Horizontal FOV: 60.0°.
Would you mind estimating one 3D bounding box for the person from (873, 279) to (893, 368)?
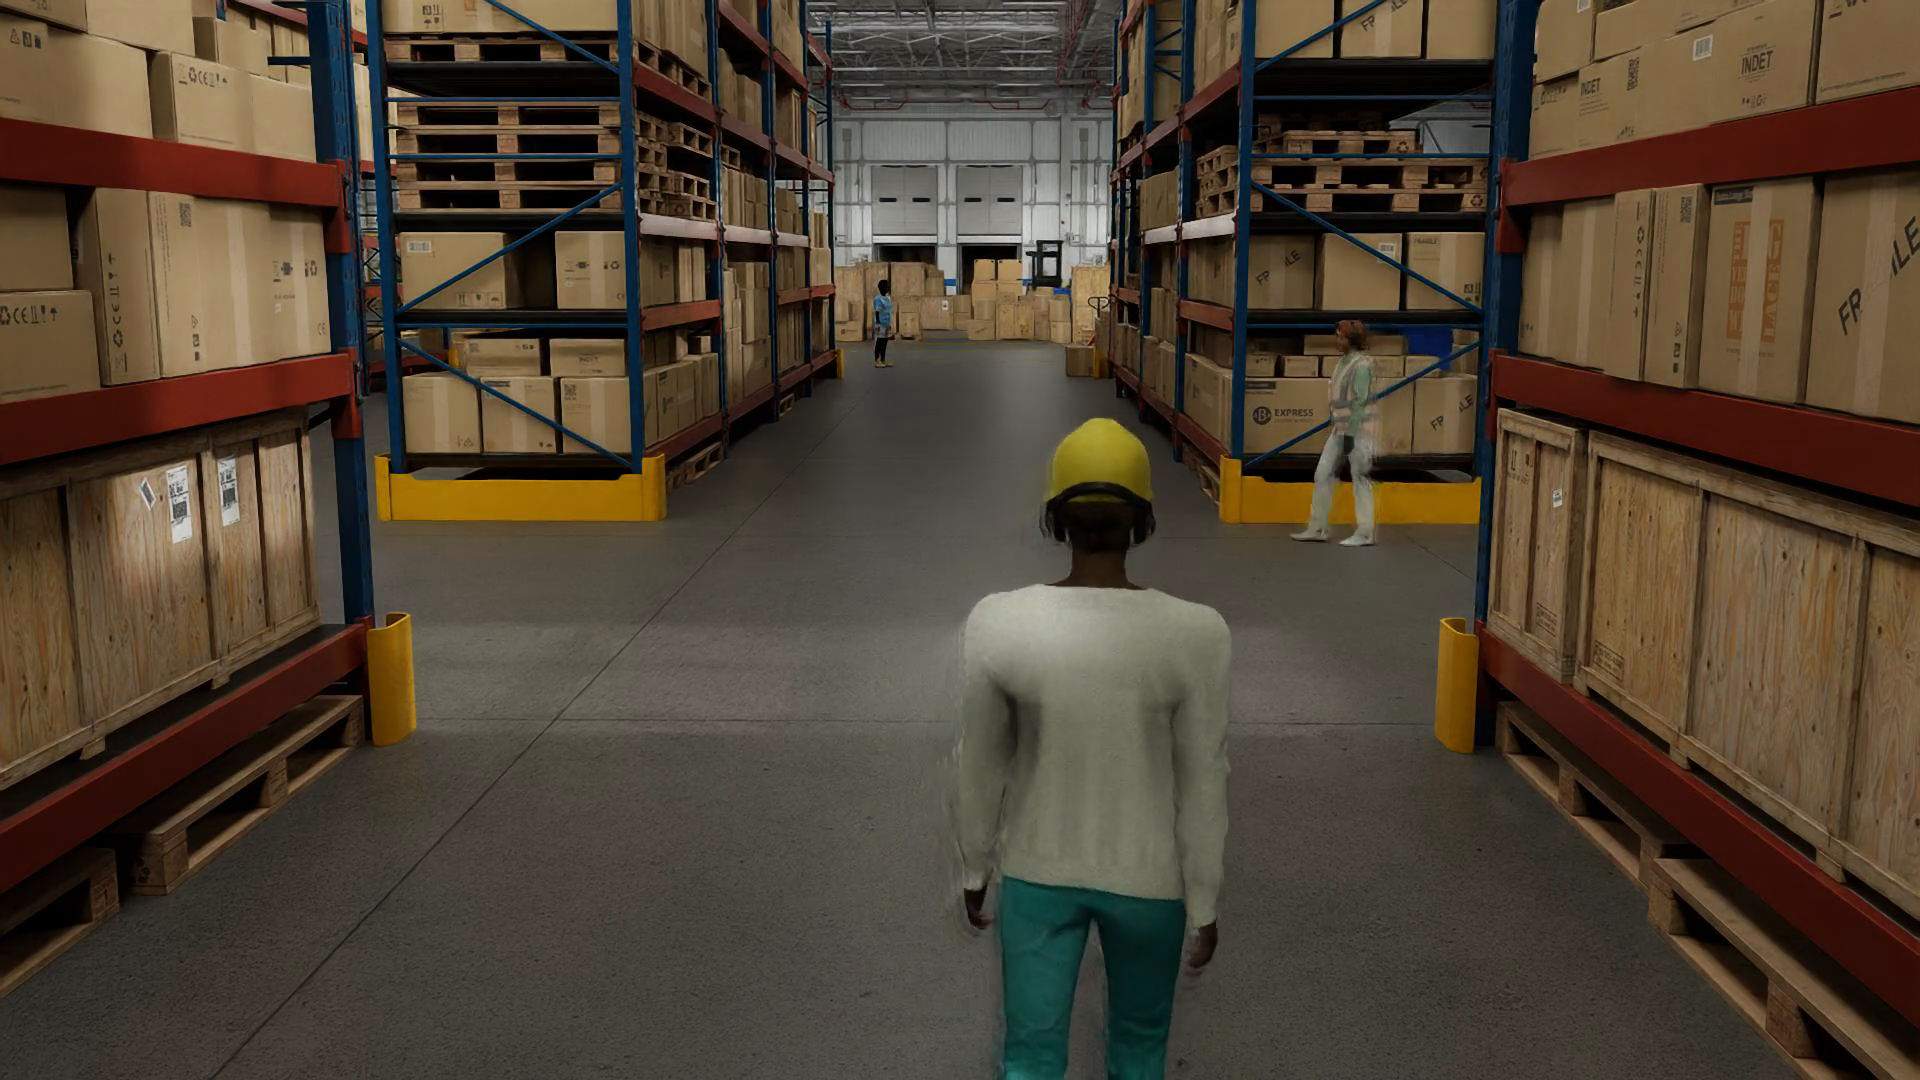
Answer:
[{"bbox_3d":[-1.473,-4.153,31.971,0.316,1.697,0.540,4,10,24],"label":"person"}]

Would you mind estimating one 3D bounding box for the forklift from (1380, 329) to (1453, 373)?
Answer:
[{"bbox_3d":[6.652,-3.671,25.549,1.129,2.768,1.873,-3,10,-19],"label":"forklift"}]

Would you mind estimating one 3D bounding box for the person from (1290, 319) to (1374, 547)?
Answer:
[{"bbox_3d":[2.651,-0.745,11.772,0.674,1.614,0.540,-1,10,-8],"label":"person"}]

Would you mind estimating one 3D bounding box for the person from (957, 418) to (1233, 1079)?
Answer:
[{"bbox_3d":[0.228,0.648,3.124,0.532,1.740,0.811,2,10,14],"label":"person"}]

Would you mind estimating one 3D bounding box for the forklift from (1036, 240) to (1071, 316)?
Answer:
[{"bbox_3d":[3.266,-9.539,60.701,1.129,2.768,1.873,-3,10,-19],"label":"forklift"}]

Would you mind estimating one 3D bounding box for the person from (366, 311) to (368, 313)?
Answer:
[{"bbox_3d":[-24.177,-10.128,66.873,0.610,1.996,0.379,4,10,23],"label":"person"}]

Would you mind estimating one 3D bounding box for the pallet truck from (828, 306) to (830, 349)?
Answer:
[{"bbox_3d":[-3.100,-3.940,29.800,1.885,1.965,0.823,3,10,19],"label":"pallet truck"}]
